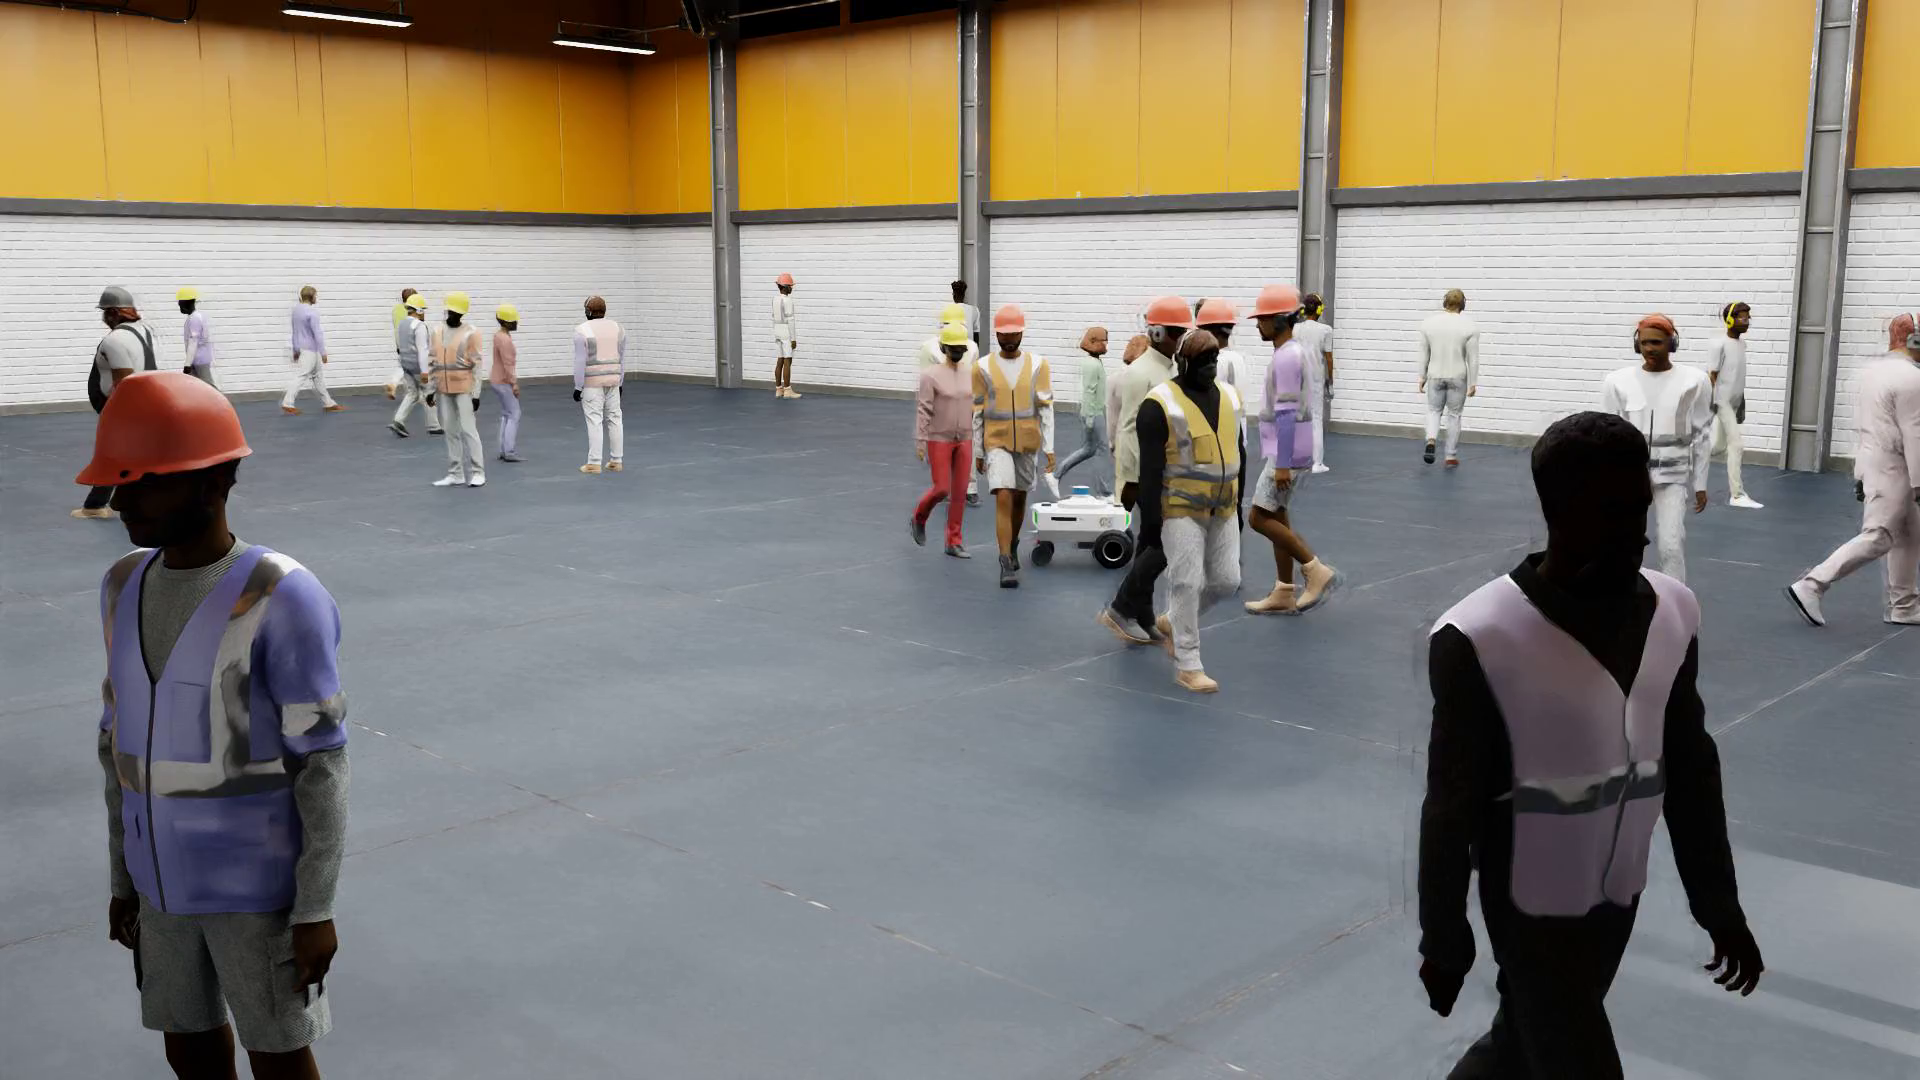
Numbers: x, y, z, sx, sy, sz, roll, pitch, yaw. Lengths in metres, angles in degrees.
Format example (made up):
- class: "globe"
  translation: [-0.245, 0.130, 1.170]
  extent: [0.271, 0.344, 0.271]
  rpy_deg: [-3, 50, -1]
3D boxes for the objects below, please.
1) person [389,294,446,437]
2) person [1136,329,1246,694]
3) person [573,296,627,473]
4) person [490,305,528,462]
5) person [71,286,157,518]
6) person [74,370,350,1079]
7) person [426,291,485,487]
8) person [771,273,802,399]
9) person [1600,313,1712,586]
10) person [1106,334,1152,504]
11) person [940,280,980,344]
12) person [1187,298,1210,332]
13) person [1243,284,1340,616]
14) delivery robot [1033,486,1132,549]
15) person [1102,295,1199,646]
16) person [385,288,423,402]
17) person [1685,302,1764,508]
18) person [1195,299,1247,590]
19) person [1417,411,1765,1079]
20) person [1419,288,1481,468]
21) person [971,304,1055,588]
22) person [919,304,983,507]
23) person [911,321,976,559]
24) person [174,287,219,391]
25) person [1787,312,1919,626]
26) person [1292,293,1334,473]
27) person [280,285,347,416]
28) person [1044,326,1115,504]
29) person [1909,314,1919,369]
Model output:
- class: "person"
  translation: [-6.848, -2.180, 20.897]
  extent: [0.610, 1.807, 0.723]
  rpy_deg: [9, 13, 43]
- class: "person"
  translation: [1.165, -0.158, 8.440]
  extent: [0.642, 1.823, 0.541]
  rpy_deg: [-5, 11, -29]
- class: "person"
  translation: [-3.768, -1.615, 17.326]
  extent: [0.430, 1.845, 0.620]
  rpy_deg: [9, 13, 43]
- class: "person"
  translation: [-4.965, -1.706, 18.236]
  extent: [0.359, 1.724, 0.548]
  rpy_deg: [-3, 10, -20]
- class: "person"
  translation: [-7.054, -1.201, 14.177]
  extent: [1.038, 2.000, 0.686]
  rpy_deg: [0, 9, 1]
- class: "person"
  translation: [-1.436, 0.644, 3.182]
  extent: [0.553, 1.934, 0.365]
  rpy_deg: [4, 10, 22]
- class: "person"
  translation: [-4.890, -1.457, 16.187]
  extent: [0.645, 1.898, 0.349]
  rpy_deg: [5, 10, 27]
- class: "person"
  translation: [-2.848, -3.330, 27.223]
  extent: [0.370, 2.044, 0.608]
  rpy_deg: [-6, 11, -34]
- class: "person"
  translation: [3.896, -0.336, 9.380]
  extent: [0.602, 1.877, 0.382]
  rpy_deg: [5, 11, 30]
- class: "person"
  translation: [1.336, -0.720, 12.471]
  extent: [0.501, 1.633, 0.279]
  rpy_deg: [4, 10, 26]
- class: "person"
  translation: [-0.012, -2.627, 23.143]
  extent: [0.613, 1.964, 0.361]
  rpy_deg: [-5, 10, -27]
- class: "person"
  translation: [2.583, -1.775, 18.410]
  extent: [0.536, 1.816, 0.803]
  rpy_deg: [-5, 11, -30]
- class: "person"
  translation: [1.965, -0.520, 10.042]
  extent: [0.523, 2.024, 0.645]
  rpy_deg: [2, 9, 12]
- class: "delivery robot"
  translation: [0.876, -0.145, 11.956]
  extent: [0.707, 0.478, 0.477]
  rpy_deg: [1, 9, 6]
- class: "person"
  translation: [1.107, -0.371, 9.279]
  extent: [0.443, 1.973, 0.607]
  rpy_deg: [4, 10, 24]
- class: "person"
  translation: [-8.739, -3.069, 26.295]
  extent: [0.636, 1.819, 0.675]
  rpy_deg: [6, 11, 33]
- class: "person"
  translation: [6.854, -1.230, 15.003]
  extent: [0.525, 1.841, 0.886]
  rpy_deg: [-8, 12, -39]
- class: "person"
  translation: [1.643, -0.618, 10.985]
  extent: [0.562, 1.913, 0.562]
  rpy_deg: [5, 10, 28]
- class: "person"
  translation: [1.140, 0.681, 3.175]
  extent: [0.608, 1.878, 0.985]
  rpy_deg: [-5, 11, -30]
- class: "person"
  translation: [5.168, -1.703, 17.622]
  extent: [0.643, 1.920, 0.563]
  rpy_deg: [5, 11, 29]
- class: "person"
  translation: [0.358, -0.666, 11.381]
  extent: [0.558, 1.888, 0.994]
  rpy_deg: [-1, 9, -5]
- class: "person"
  translation: [-0.058, -1.179, 14.769]
  extent: [0.609, 1.809, 0.729]
  rpy_deg: [-3, 10, -20]
- class: "person"
  translation: [-0.098, -0.738, 12.260]
  extent: [0.526, 1.746, 0.524]
  rpy_deg: [-5, 11, -30]
- class: "person"
  translation: [-10.019, -2.333, 21.591]
  extent: [0.958, 1.876, 0.616]
  rpy_deg: [-5, 11, -28]
- class: "person"
  translation: [5.403, -0.400, 9.783]
  extent: [0.868, 1.875, 0.645]
  rpy_deg: [3, 10, 16]
- class: "person"
  translation: [3.638, -1.628, 17.328]
  extent: [0.539, 1.866, 0.313]
  rpy_deg: [4, 10, 25]
- class: "person"
  translation: [-9.493, -2.756, 24.208]
  extent: [1.034, 1.889, 0.653]
  rpy_deg: [-9, 13, -43]
- class: "person"
  translation: [1.141, -1.124, 15.020]
  extent: [0.716, 1.612, 0.502]
  rpy_deg: [1, 9, 7]
- class: "person"
  translation: [9.185, -1.345, 16.132]
  extent: [0.530, 1.693, 0.319]
  rpy_deg: [-8, 12, -40]
